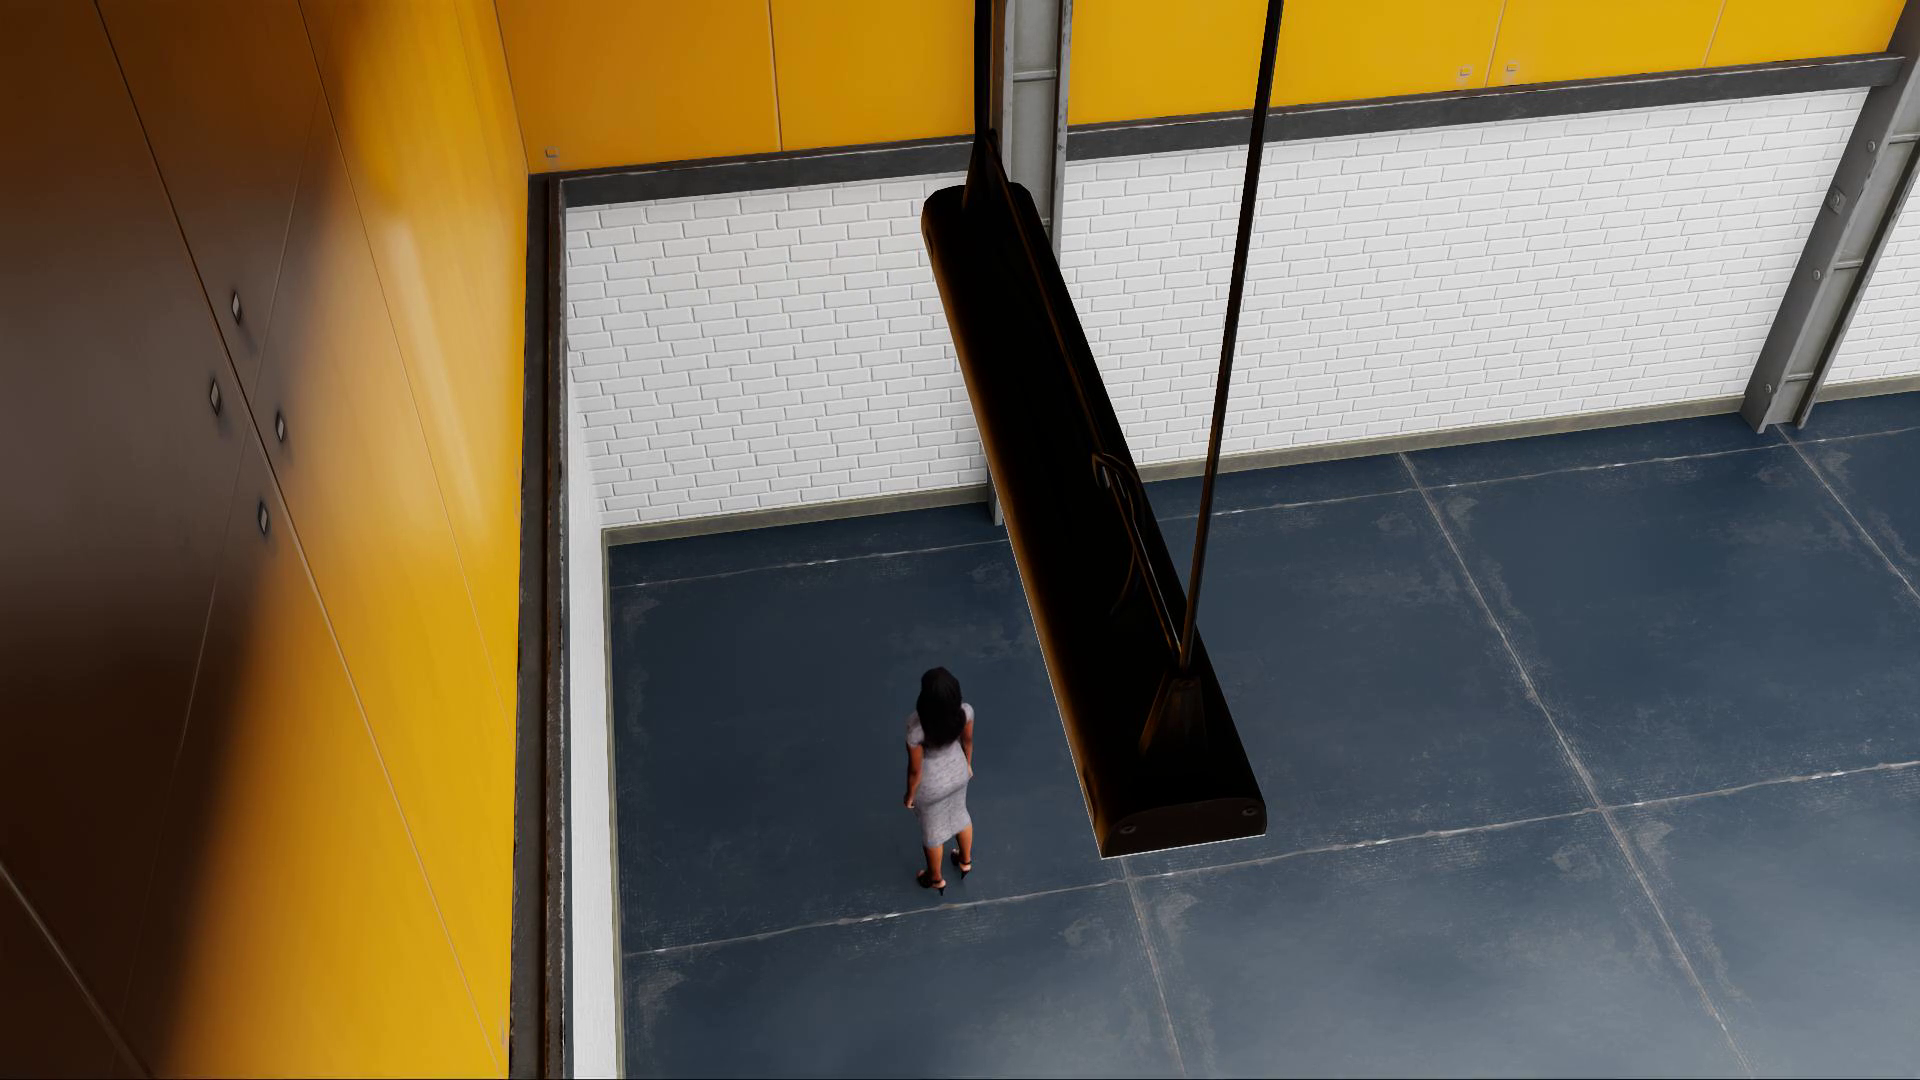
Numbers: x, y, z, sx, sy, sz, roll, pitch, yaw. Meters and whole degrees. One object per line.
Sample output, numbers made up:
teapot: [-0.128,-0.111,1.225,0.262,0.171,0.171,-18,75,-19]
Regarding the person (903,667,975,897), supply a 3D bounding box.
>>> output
person: [-0.107,1.355,9.265,0.600,1.781,0.726,-24,49,-23]
